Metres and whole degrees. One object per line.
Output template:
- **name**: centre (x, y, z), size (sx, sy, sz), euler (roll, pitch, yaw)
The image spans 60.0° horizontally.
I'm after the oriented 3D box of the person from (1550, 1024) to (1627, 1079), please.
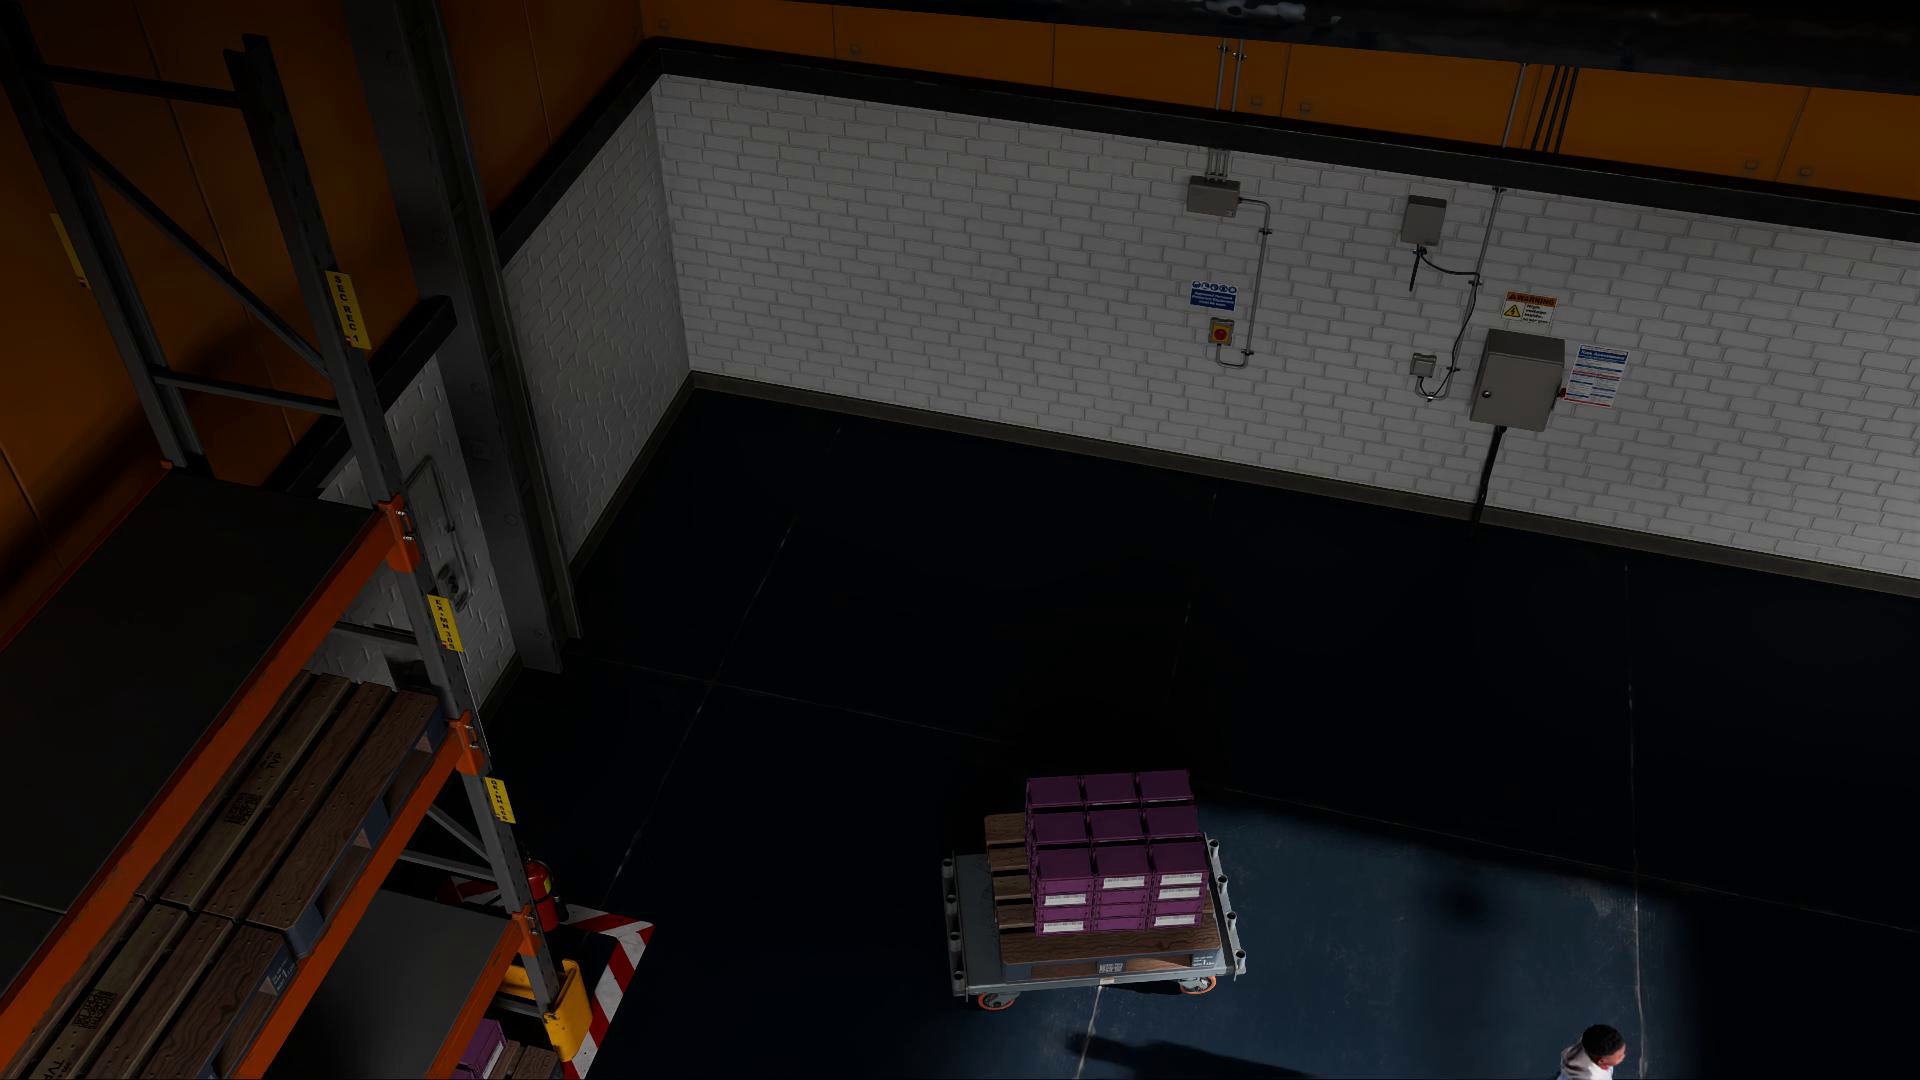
- **person**: centre (3.045, 2.812, 8.410), size (0.556, 1.252, 0.513), euler (11, 45, 11)
